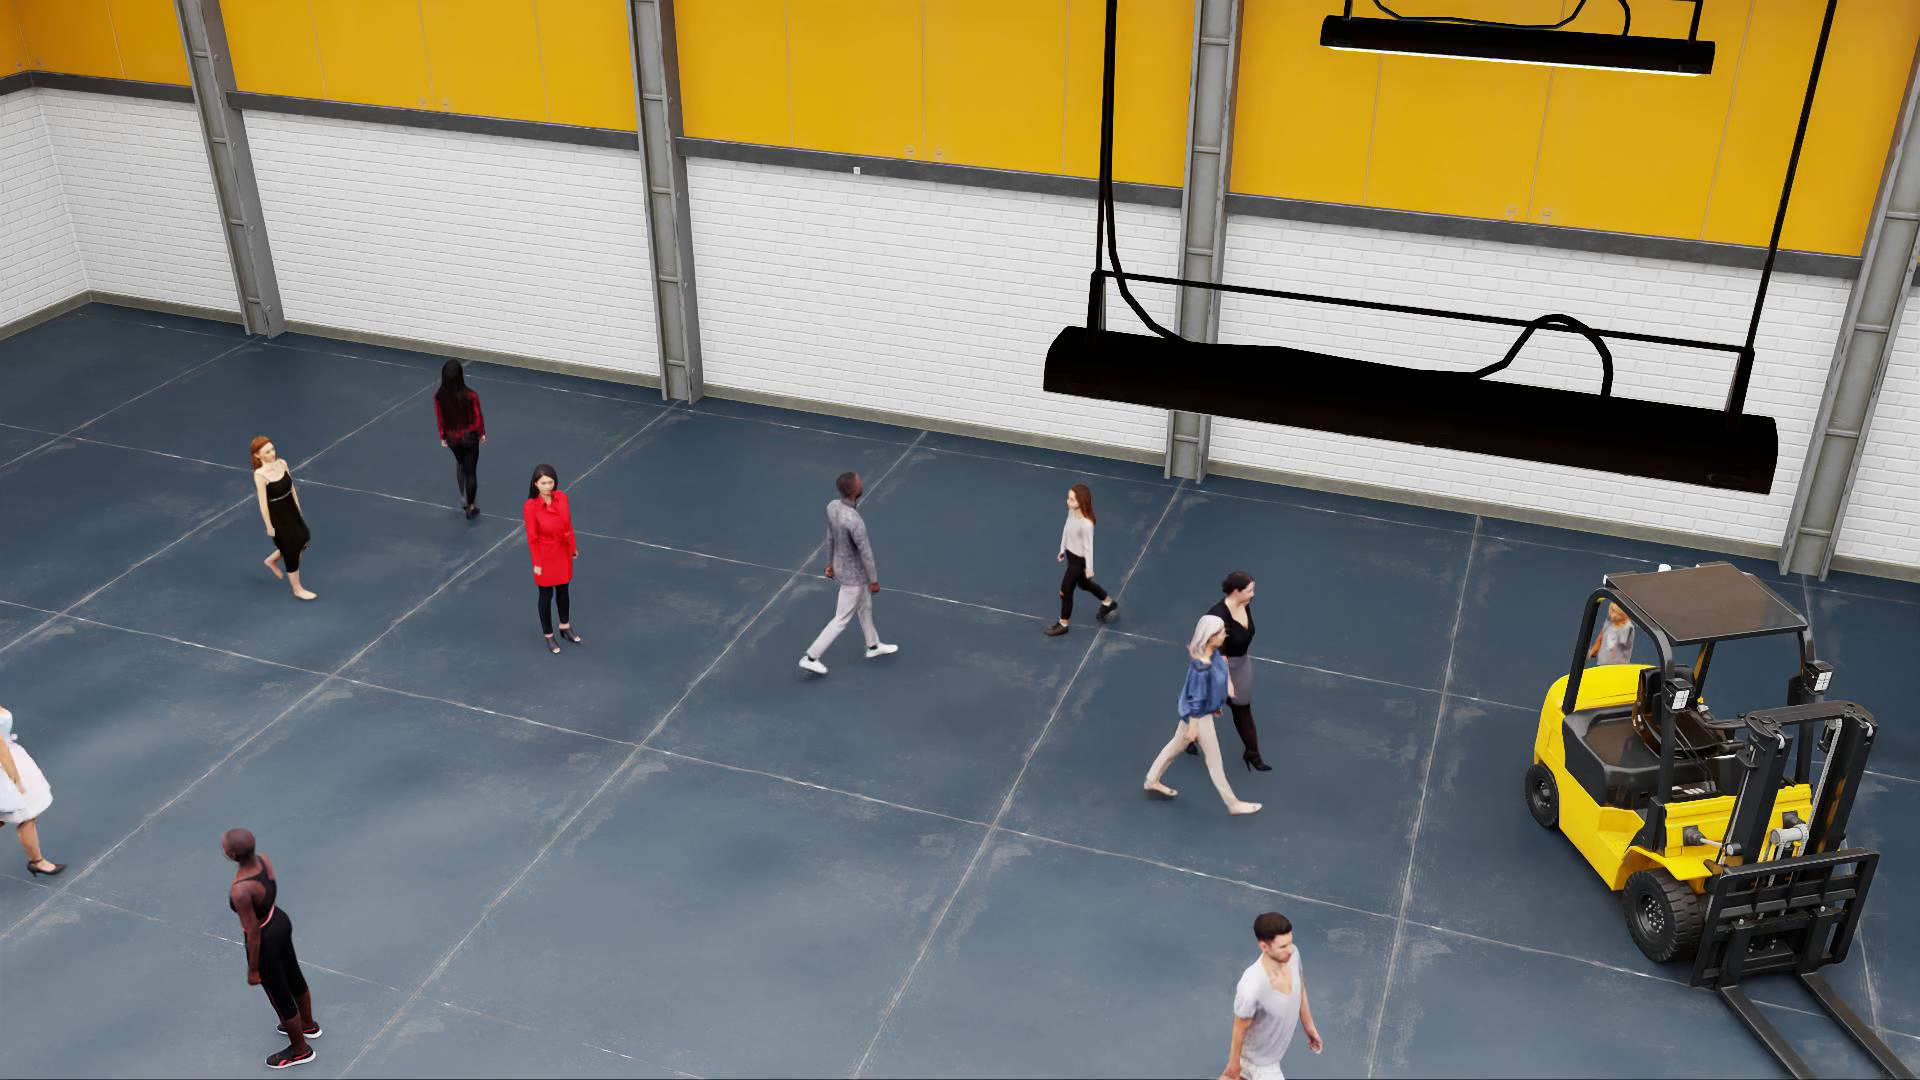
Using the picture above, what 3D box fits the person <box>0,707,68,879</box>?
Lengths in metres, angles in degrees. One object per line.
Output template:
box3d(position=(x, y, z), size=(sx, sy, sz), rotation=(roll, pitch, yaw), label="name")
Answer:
box3d(position=(-6.696, 1.670, 11.467), size=(1.003, 1.798, 0.992), rotation=(-19, 34, -31), label="person")

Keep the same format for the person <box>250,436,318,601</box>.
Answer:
box3d(position=(-6.231, -0.217, 15.127), size=(0.809, 1.606, 0.588), rotation=(9, 30, 16), label="person")

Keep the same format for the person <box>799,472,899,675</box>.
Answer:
box3d(position=(-1.009, 0.321, 13.937), size=(1.232, 1.801, 1.179), rotation=(-13, 31, -22), label="person")

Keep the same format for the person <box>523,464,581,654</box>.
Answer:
box3d(position=(-3.516, 0.141, 14.322), size=(0.726, 1.749, 0.704), rotation=(23, 36, 35), label="person")

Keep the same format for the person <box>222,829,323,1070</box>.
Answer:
box3d(position=(-4.178, 2.444, 10.088), size=(0.653, 1.761, 0.659), rotation=(0, 29, -1), label="person")

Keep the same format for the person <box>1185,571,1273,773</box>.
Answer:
box3d(position=(1.914, 0.981, 12.823), size=(0.953, 1.710, 1.179), rotation=(-25, 37, -38), label="person")

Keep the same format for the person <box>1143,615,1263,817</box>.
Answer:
box3d(position=(1.682, 1.296, 12.315), size=(1.147, 1.642, 0.687), rotation=(7, 29, 13), label="person")

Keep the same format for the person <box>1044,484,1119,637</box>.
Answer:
box3d(position=(1.091, 0.152, 14.605), size=(1.024, 1.458, 0.895), rotation=(-7, 29, -13), label="person")

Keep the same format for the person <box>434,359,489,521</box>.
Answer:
box3d(position=(-4.938, -0.958, 16.444), size=(0.601, 1.646, 0.711), rotation=(2, 29, 4), label="person")

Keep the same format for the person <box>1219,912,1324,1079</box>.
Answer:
box3d(position=(1.652, 2.796, 9.390), size=(1.247, 1.811, 0.909), rotation=(20, 34, 32), label="person")
